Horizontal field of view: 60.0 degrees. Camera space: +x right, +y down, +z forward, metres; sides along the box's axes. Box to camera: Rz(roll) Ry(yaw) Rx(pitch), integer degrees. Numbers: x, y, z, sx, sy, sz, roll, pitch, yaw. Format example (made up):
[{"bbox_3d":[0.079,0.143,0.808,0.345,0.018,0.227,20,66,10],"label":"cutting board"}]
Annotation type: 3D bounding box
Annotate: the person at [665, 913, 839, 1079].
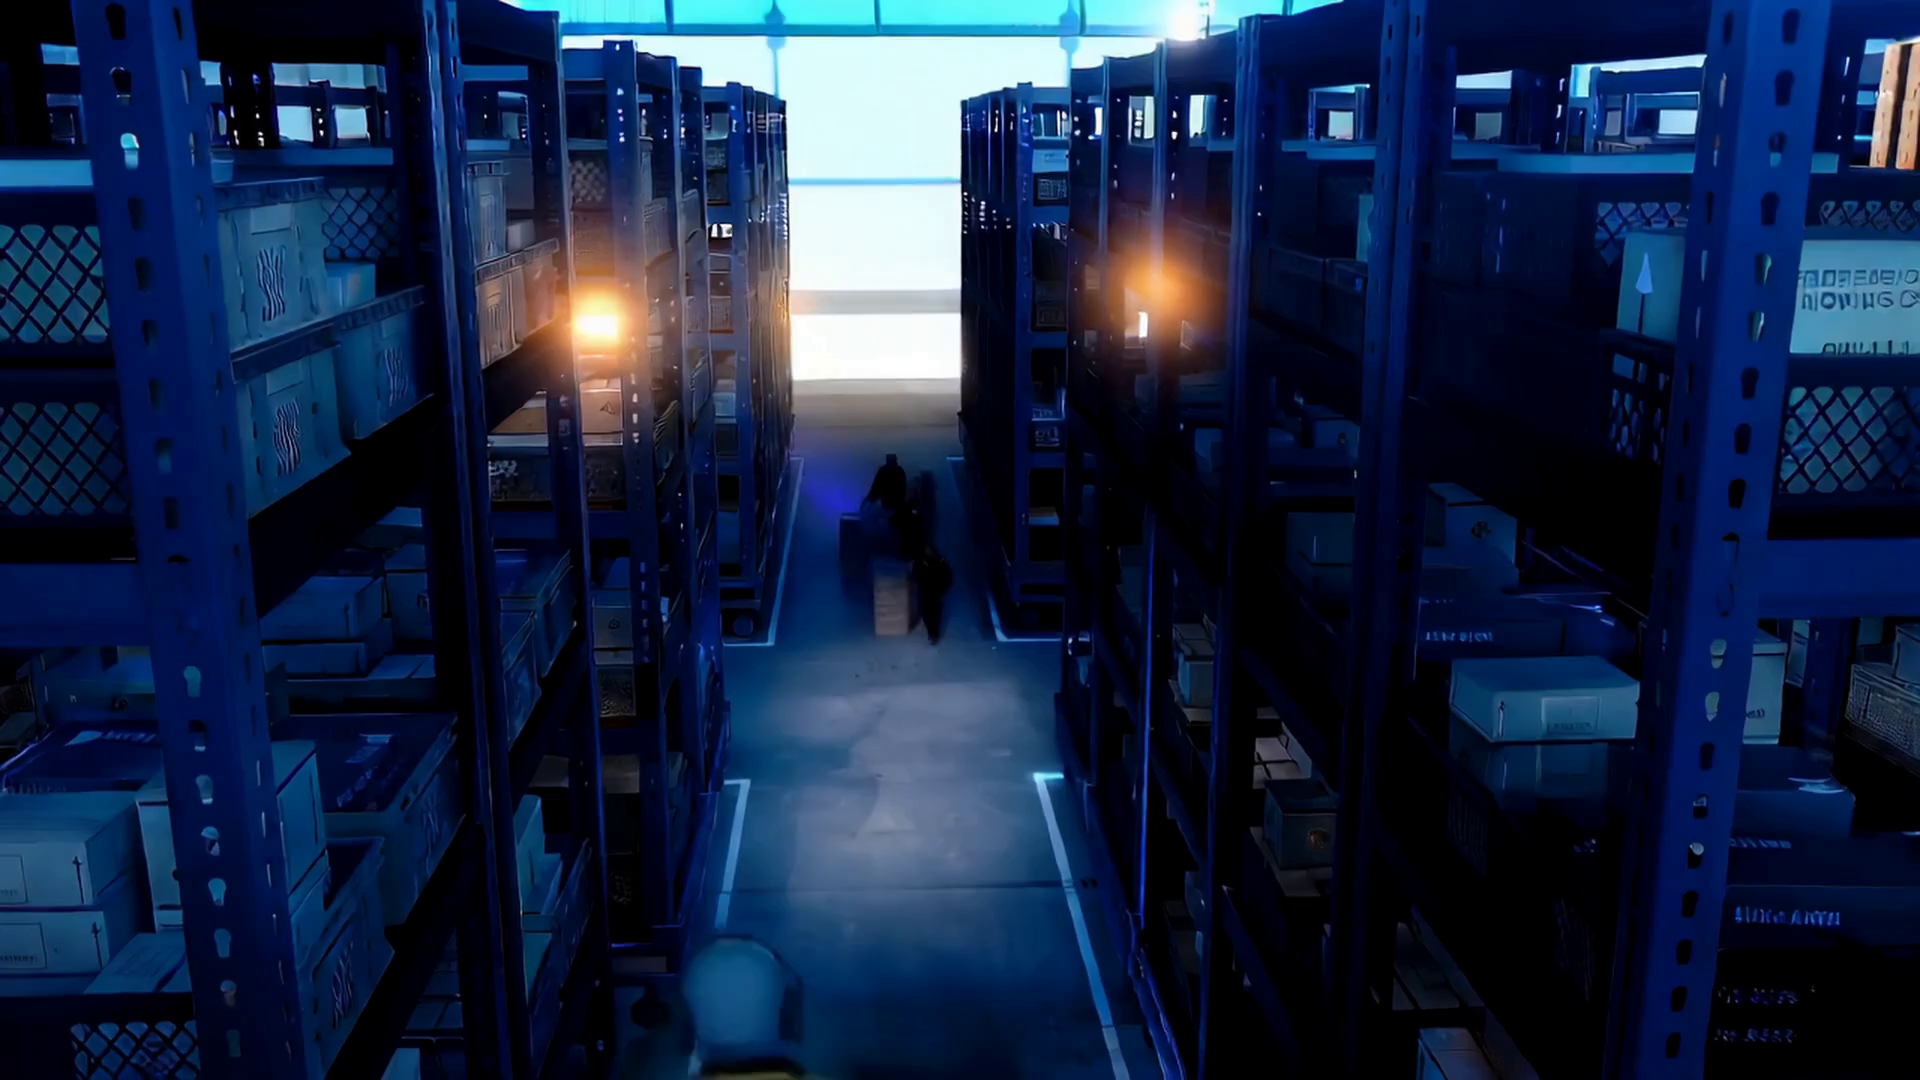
[{"bbox_3d":[-0.405,1.656,3.279,0.587,1.826,0.552,1,14,5],"label":"person"}]
